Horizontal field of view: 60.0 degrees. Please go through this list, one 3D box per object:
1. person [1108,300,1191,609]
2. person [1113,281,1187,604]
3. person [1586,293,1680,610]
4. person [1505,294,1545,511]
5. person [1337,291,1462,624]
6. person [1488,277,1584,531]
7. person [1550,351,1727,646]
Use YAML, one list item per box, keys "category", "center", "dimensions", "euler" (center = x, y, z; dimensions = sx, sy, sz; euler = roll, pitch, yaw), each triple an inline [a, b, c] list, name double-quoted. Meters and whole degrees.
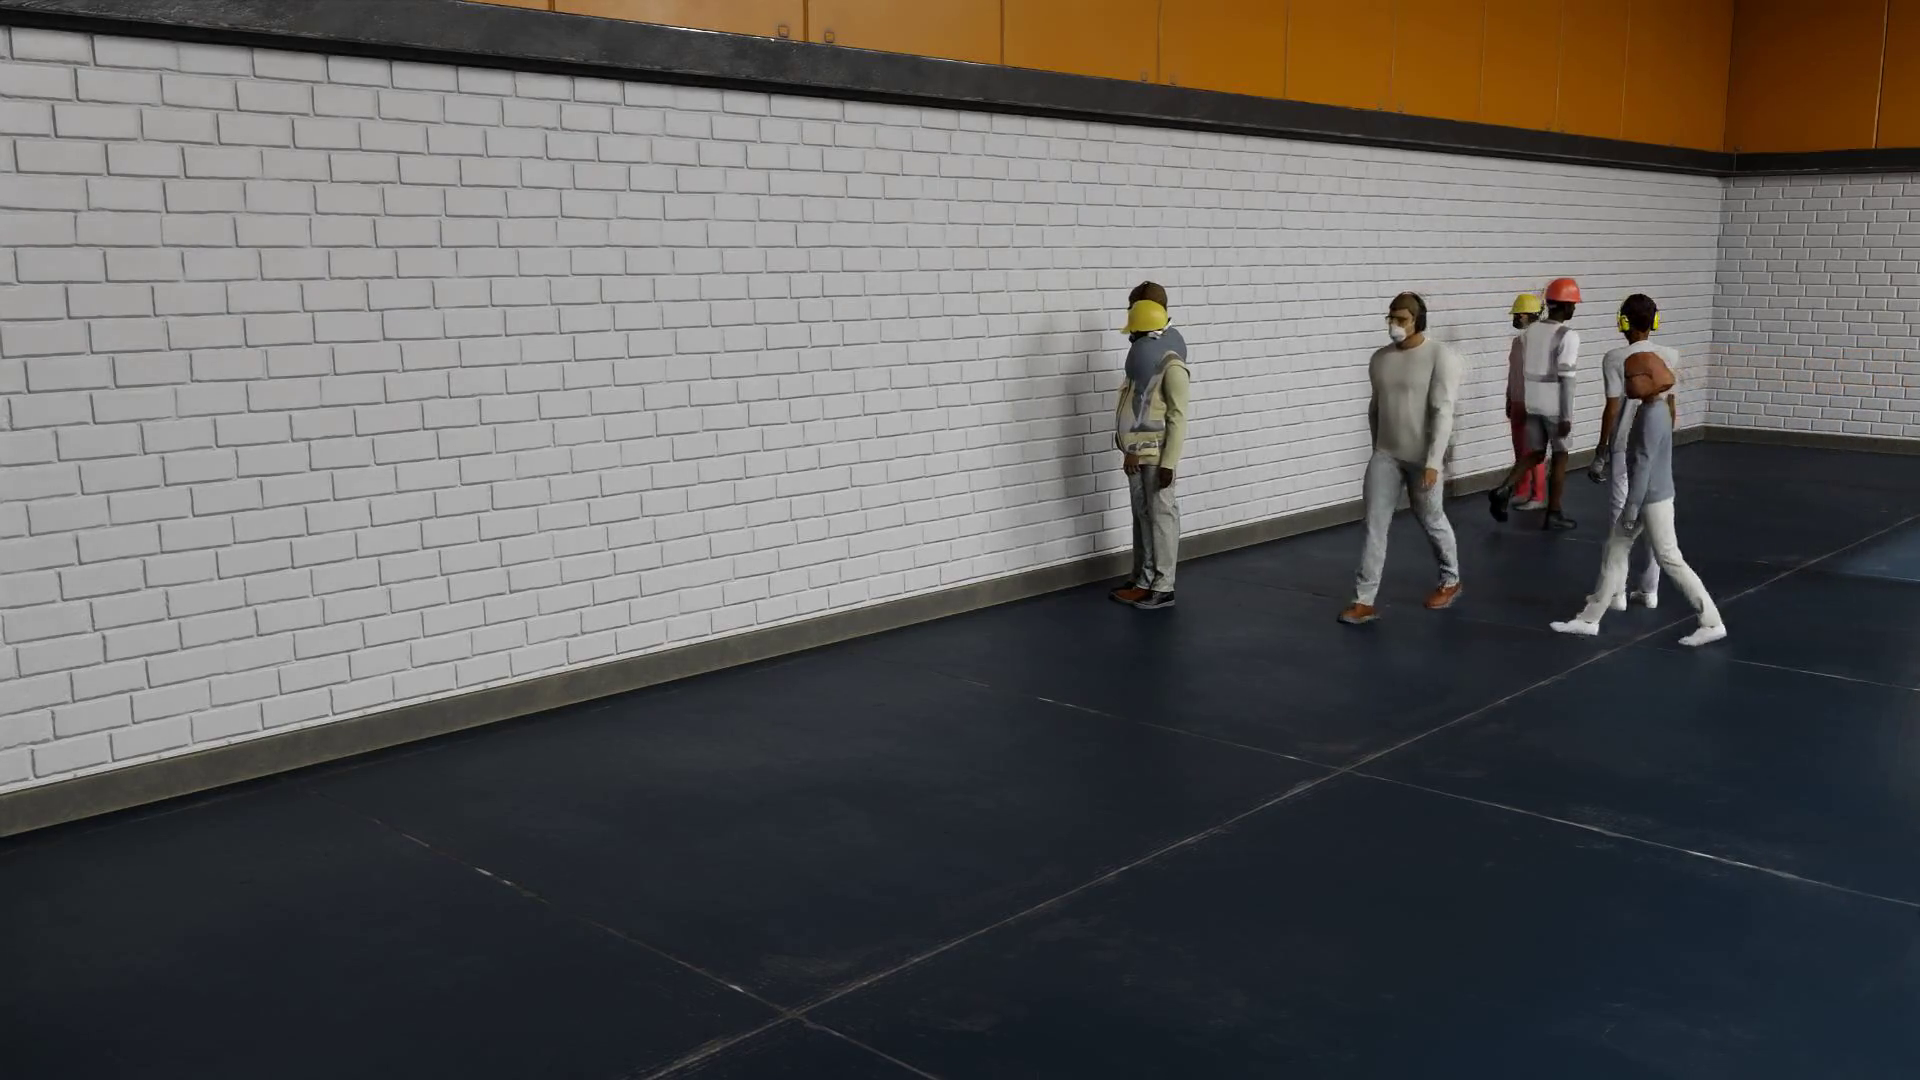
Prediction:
- category: "person"
  center: [1.120, -0.506, 9.881]
  dimensions: [0.403, 1.824, 0.586]
  euler: [-3, 11, -19]
- category: "person"
  center: [1.145, -0.578, 9.978]
  dimensions: [0.373, 1.935, 0.628]
  euler: [5, 11, 25]
- category: "person"
  center: [3.965, -0.513, 9.811]
  dimensions: [0.518, 1.865, 0.329]
  euler: [-2, 10, -12]
- category: "person"
  center: [4.600, -1.120, 13.572]
  dimensions: [0.328, 1.761, 0.527]
  euler: [-1, 10, -8]
- category: "person"
  center: [2.613, -0.481, 9.588]
  dimensions: [1.021, 1.897, 0.620]
  euler: [-9, 13, -41]
- category: "person"
  center: [4.356, -1.003, 12.448]
  dimensions: [0.652, 1.915, 0.554]
  euler: [-4, 11, -24]
- category: "person"
  center: [3.719, -0.218, 8.927]
  dimensions: [0.881, 1.584, 0.507]
  euler: [4, 11, 20]
